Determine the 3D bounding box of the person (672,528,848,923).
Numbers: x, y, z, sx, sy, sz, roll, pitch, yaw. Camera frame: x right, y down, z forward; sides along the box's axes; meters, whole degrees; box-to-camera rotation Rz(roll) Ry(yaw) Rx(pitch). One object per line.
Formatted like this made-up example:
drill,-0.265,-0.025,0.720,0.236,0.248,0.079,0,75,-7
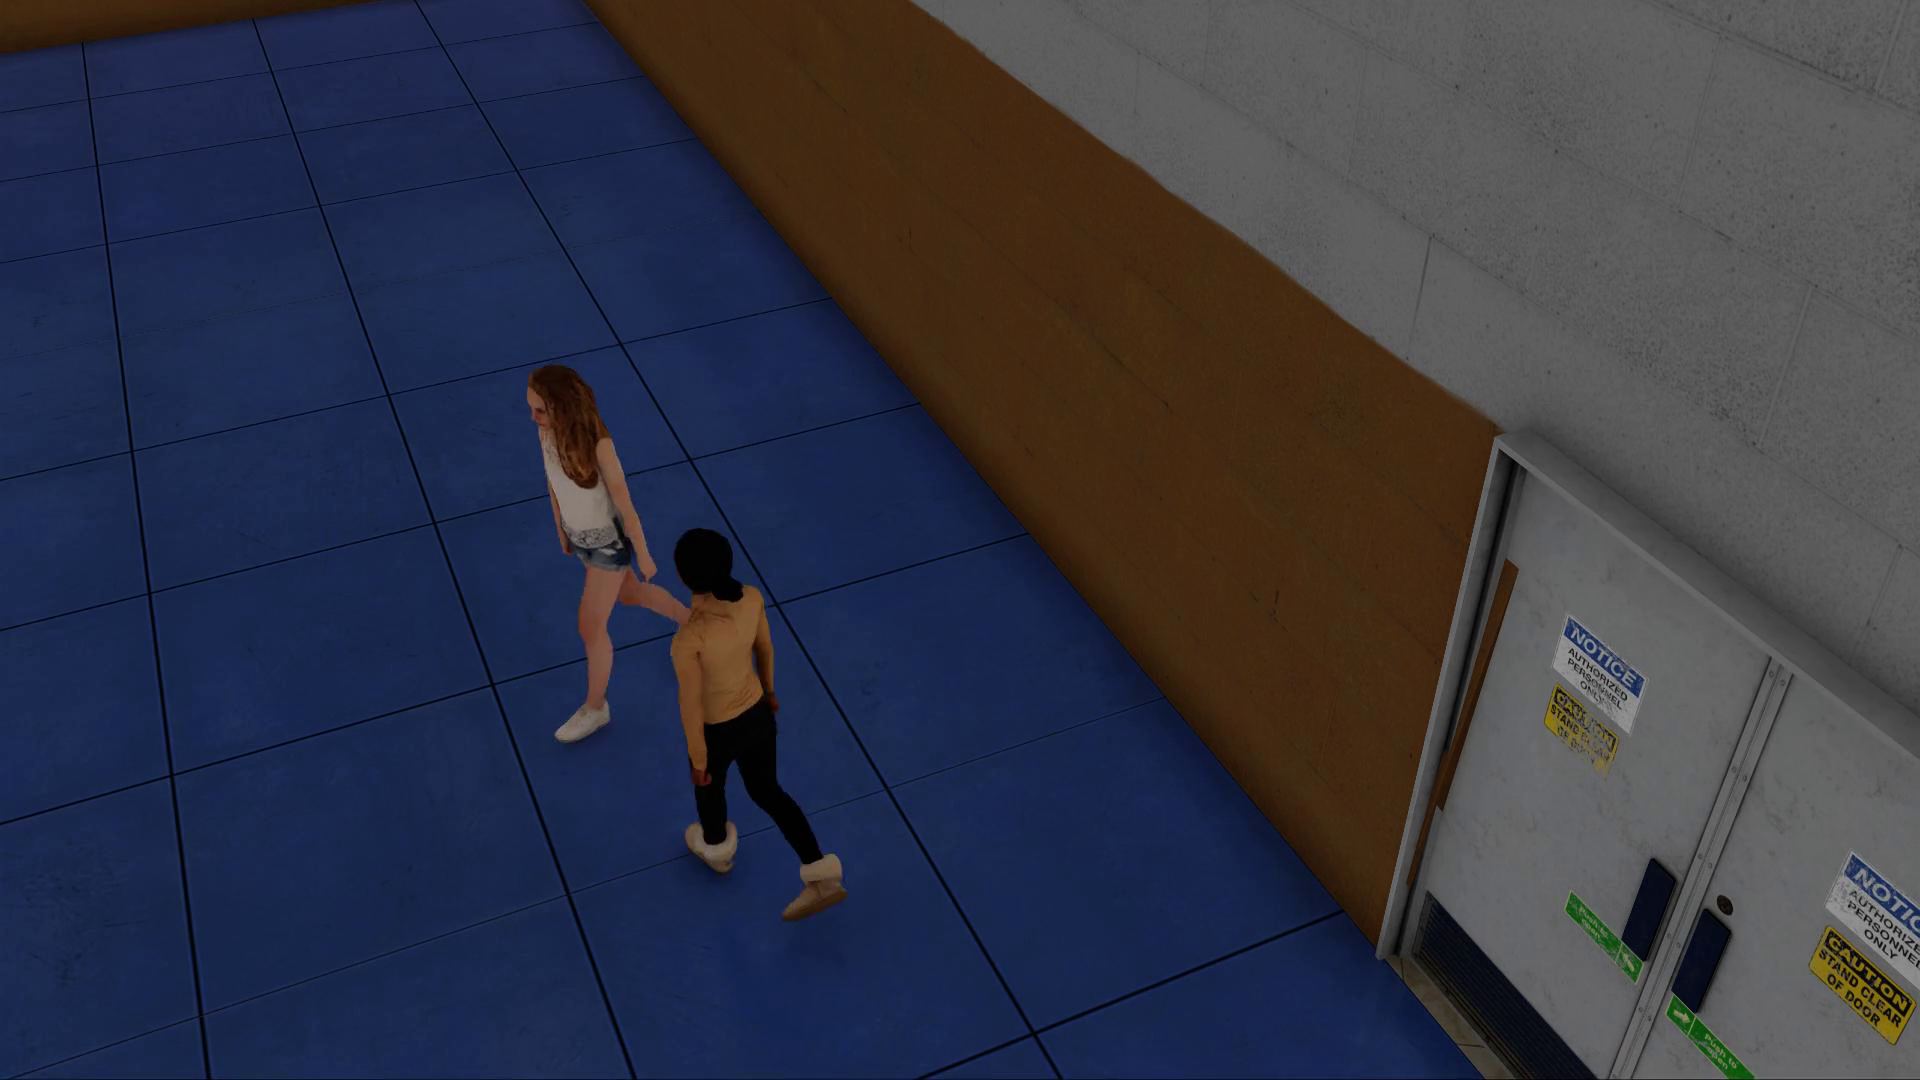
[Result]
person,-0.755,0.704,5.928,0.912,1.627,1.070,28,45,32

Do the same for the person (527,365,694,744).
person,-1.377,-0.008,6.806,0.894,1.711,1.189,27,45,31
